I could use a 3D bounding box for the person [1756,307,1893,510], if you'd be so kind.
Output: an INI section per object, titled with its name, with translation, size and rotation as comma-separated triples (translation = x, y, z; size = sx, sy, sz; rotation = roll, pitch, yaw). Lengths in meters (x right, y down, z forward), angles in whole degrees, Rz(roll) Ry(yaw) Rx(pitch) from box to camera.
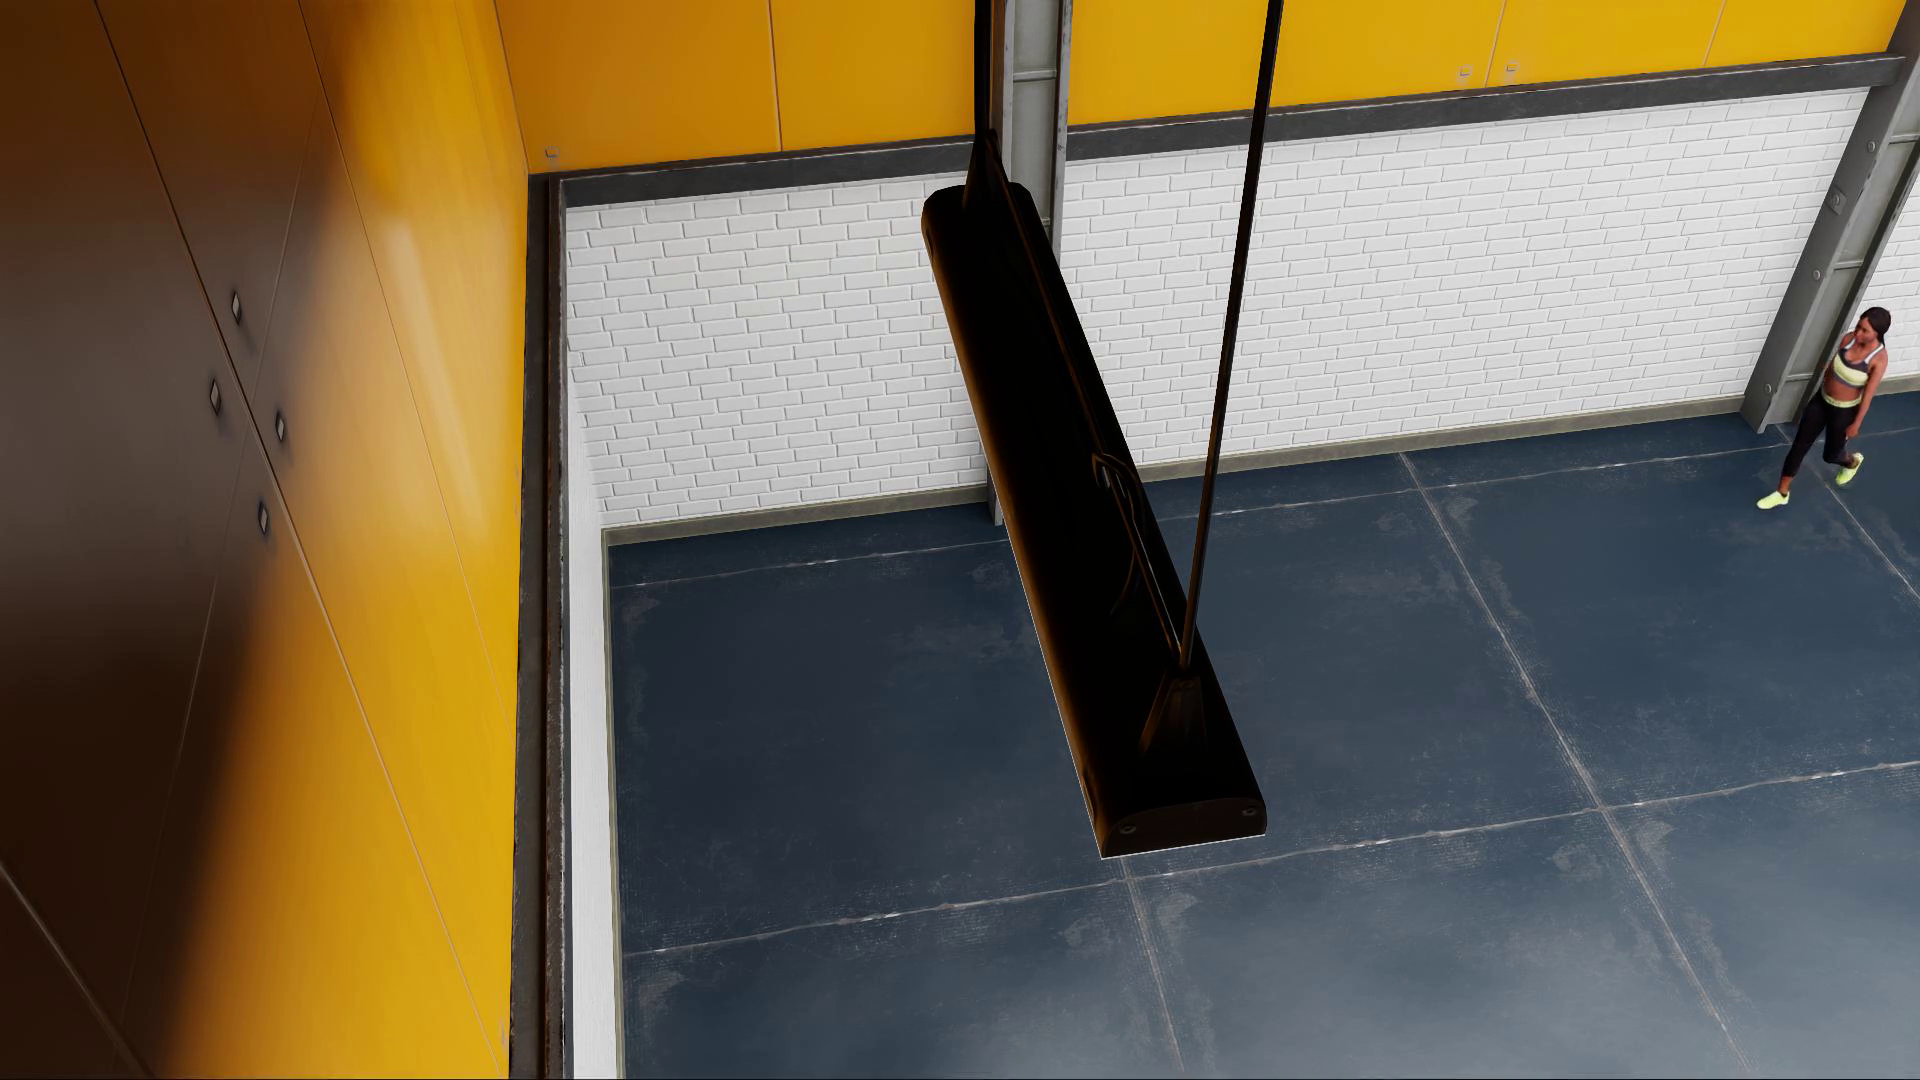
[person]
translation = 6.228, -0.926, 11.696
size = 1.083, 1.731, 0.739
rotation = -17, 46, -17
